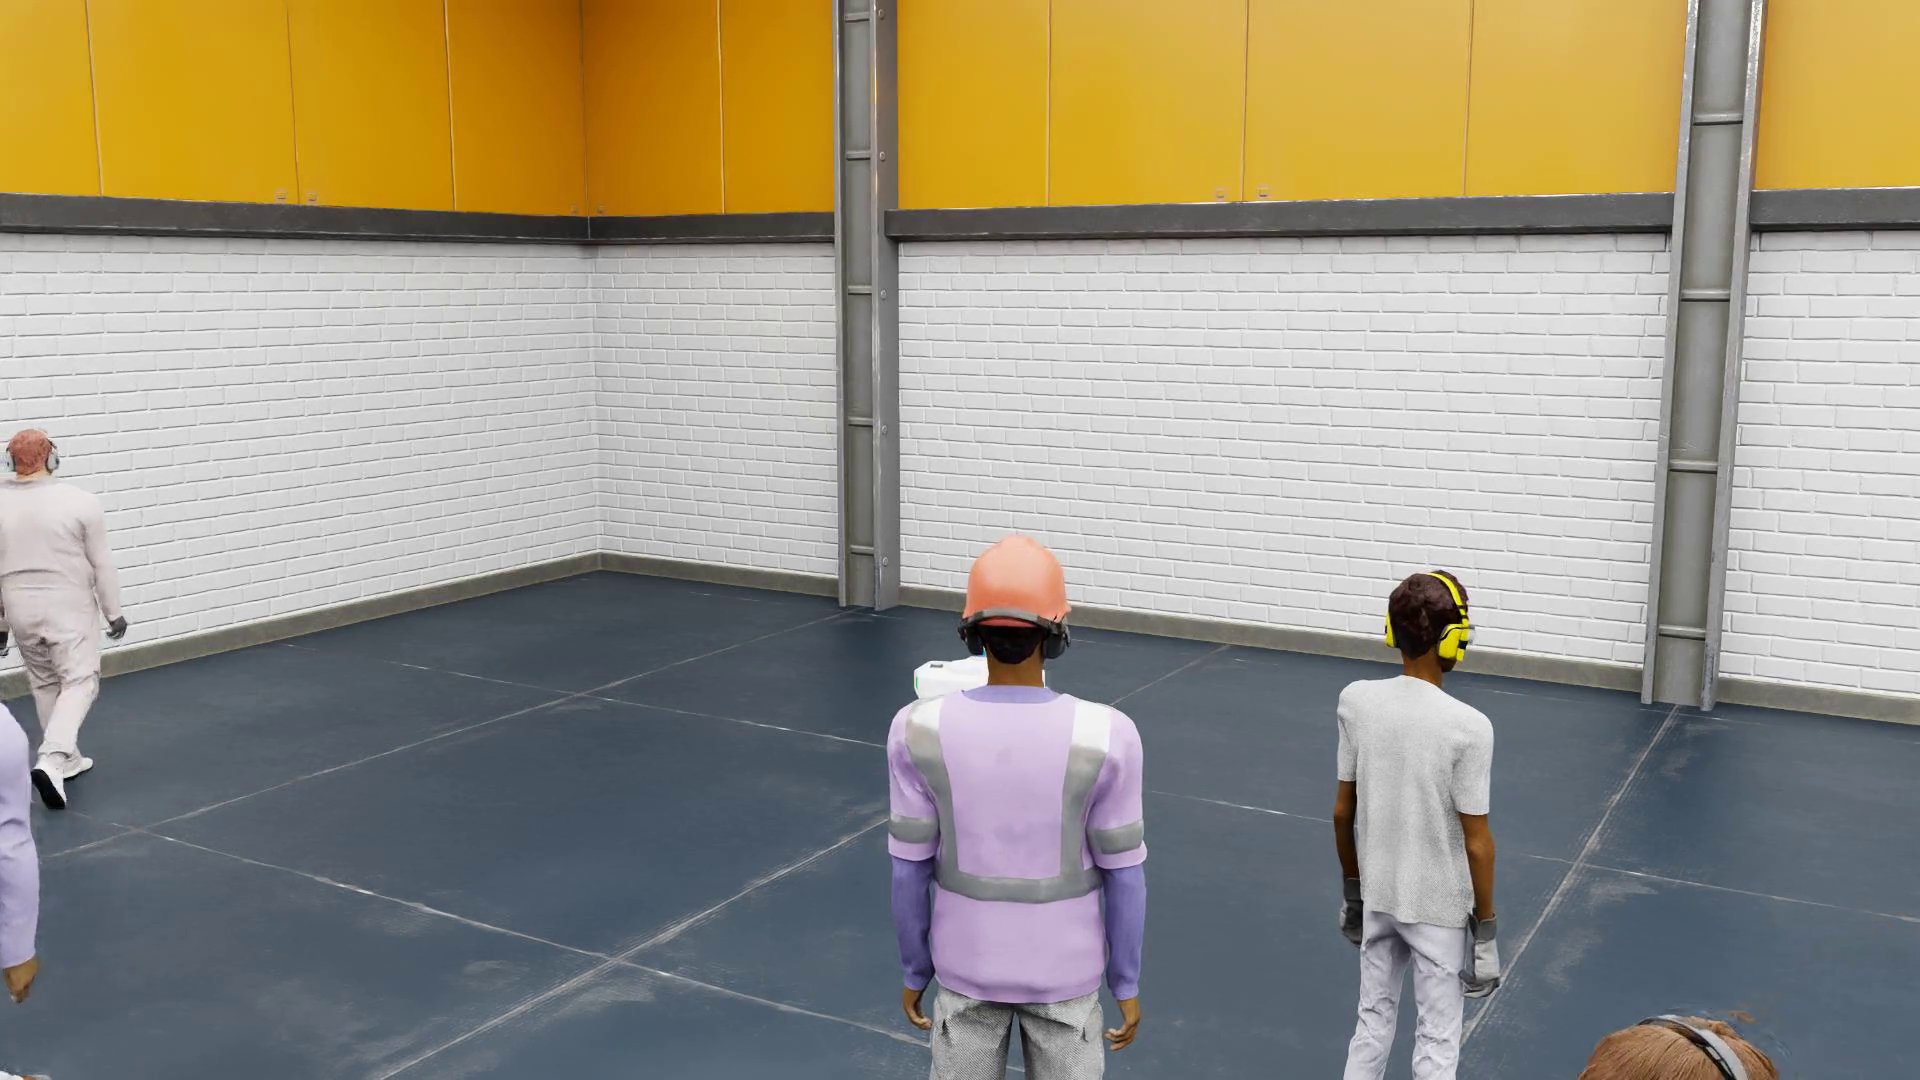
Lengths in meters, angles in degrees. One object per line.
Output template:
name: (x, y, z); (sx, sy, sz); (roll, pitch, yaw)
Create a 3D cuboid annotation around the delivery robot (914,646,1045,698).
delivery robot: (0.113, 0.831, 9.365); (0.707, 0.478, 0.477); (3, 10, 20)

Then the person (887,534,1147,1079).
person: (0.136, 1.000, 3.959); (0.608, 2.048, 0.365); (2, 9, 10)

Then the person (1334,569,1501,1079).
person: (1.241, 1.007, 4.498); (0.328, 1.864, 0.509); (-7, 12, -39)

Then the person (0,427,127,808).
person: (-4.597, 0.373, 8.381); (0.638, 1.881, 0.858); (0, 9, -2)

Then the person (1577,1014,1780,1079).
person: (0.880, 1.426, 2.104); (0.957, 1.803, 0.621); (-5, 10, -27)

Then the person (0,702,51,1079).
person: (-2.654, 1.003, 4.333); (0.632, 1.924, 0.666); (2, 9, 11)
